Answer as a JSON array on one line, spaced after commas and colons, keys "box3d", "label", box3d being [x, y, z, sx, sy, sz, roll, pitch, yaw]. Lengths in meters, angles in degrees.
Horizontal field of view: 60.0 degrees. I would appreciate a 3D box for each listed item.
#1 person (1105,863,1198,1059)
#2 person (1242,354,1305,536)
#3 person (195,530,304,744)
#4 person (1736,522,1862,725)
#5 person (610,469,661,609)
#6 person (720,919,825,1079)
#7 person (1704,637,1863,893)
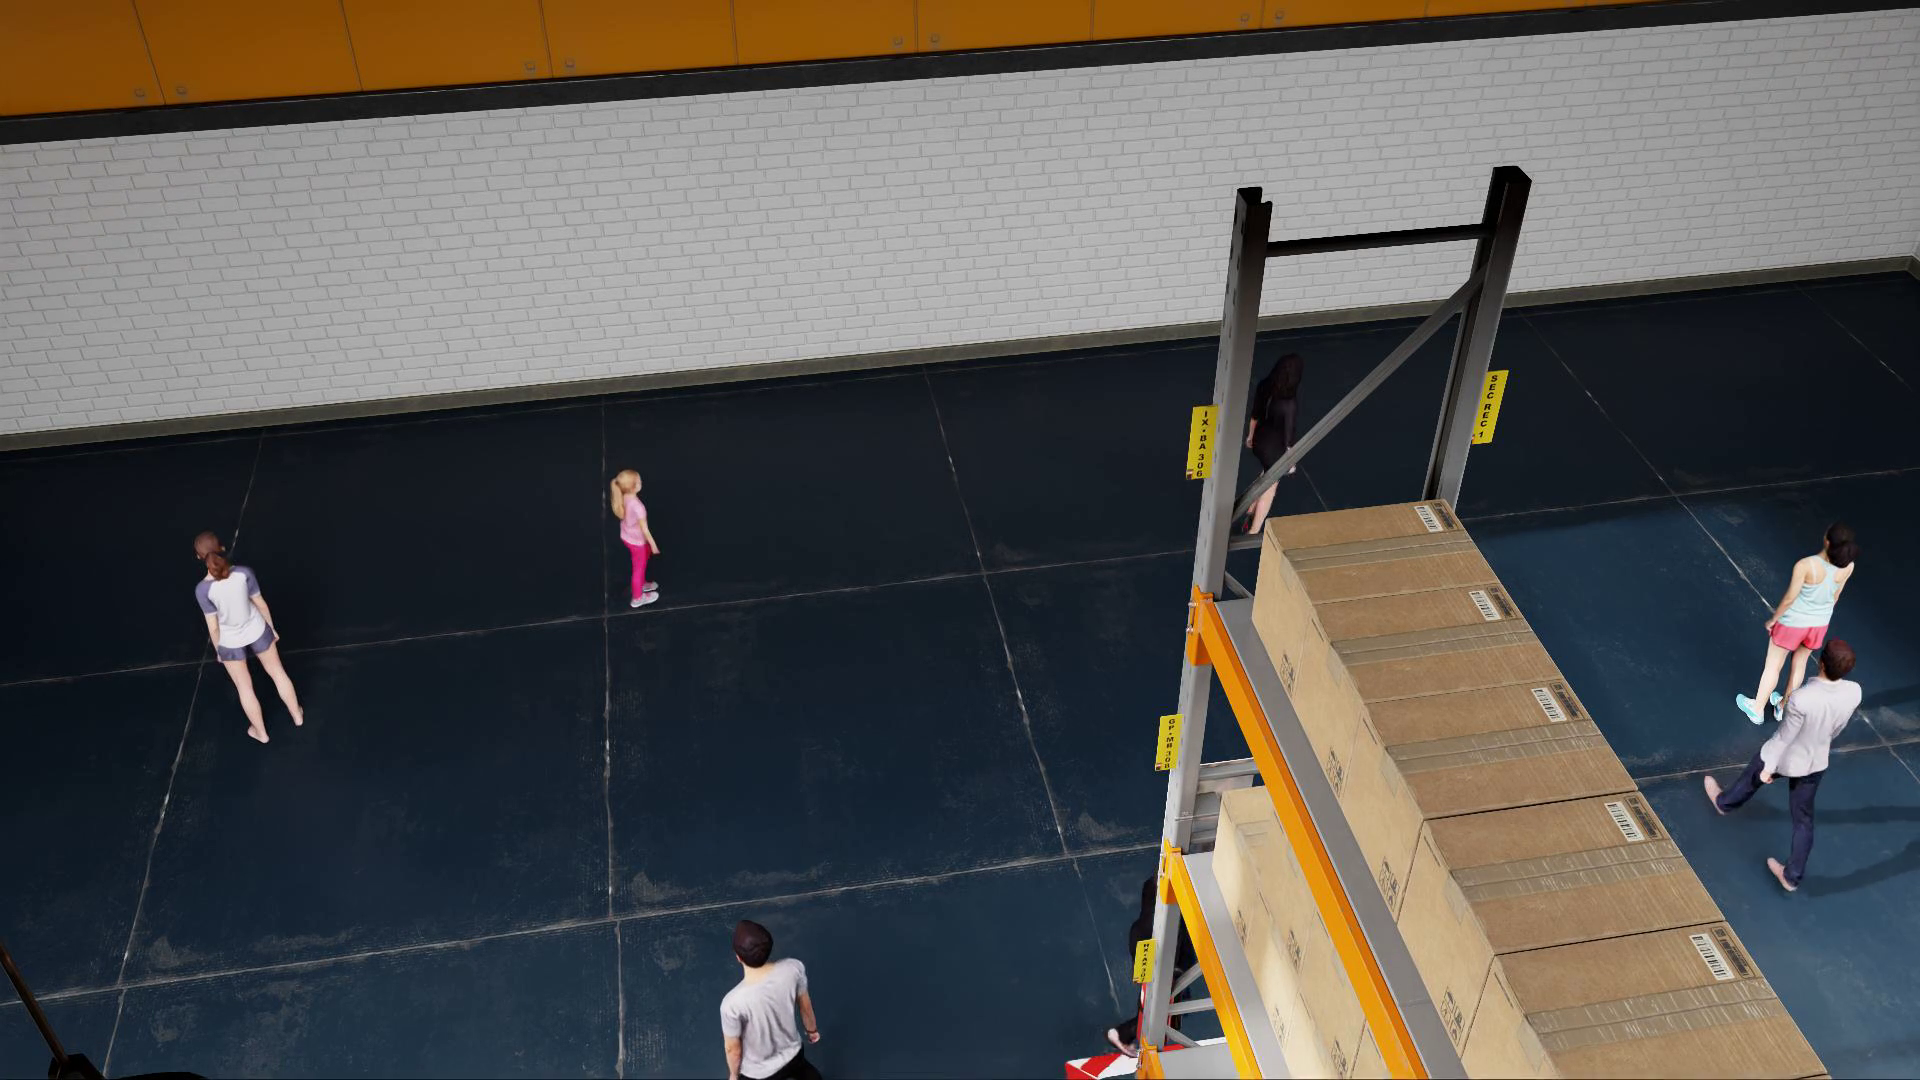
[{"box3d": [1.056, 2.388, 9.427, 0.701, 1.601, 0.679, -8, 39, -9], "label": "person"}, {"box3d": [2.360, -0.658, 13.092, 0.770, 1.788, 0.642, -19, 42, -22], "label": "person"}, {"box3d": [-4.940, 0.666, 11.452, 0.672, 1.765, 0.692, -28, 46, -30], "label": "person"}, {"box3d": [5.858, 0.566, 11.577, 0.599, 1.765, 0.618, -3, 39, -4], "label": "person"}, {"box3d": [-2.531, 0.005, 12.680, 0.659, 1.266, 0.576, -25, 45, -28], "label": "person"}, {"box3d": [-0.977, 2.733, 8.812, 0.992, 1.830, 1.001, -31, 48, -33], "label": "person"}, {"box3d": [5.302, 1.439, 10.459, 0.704, 1.797, 1.184, -6, 39, -7], "label": "person"}]
